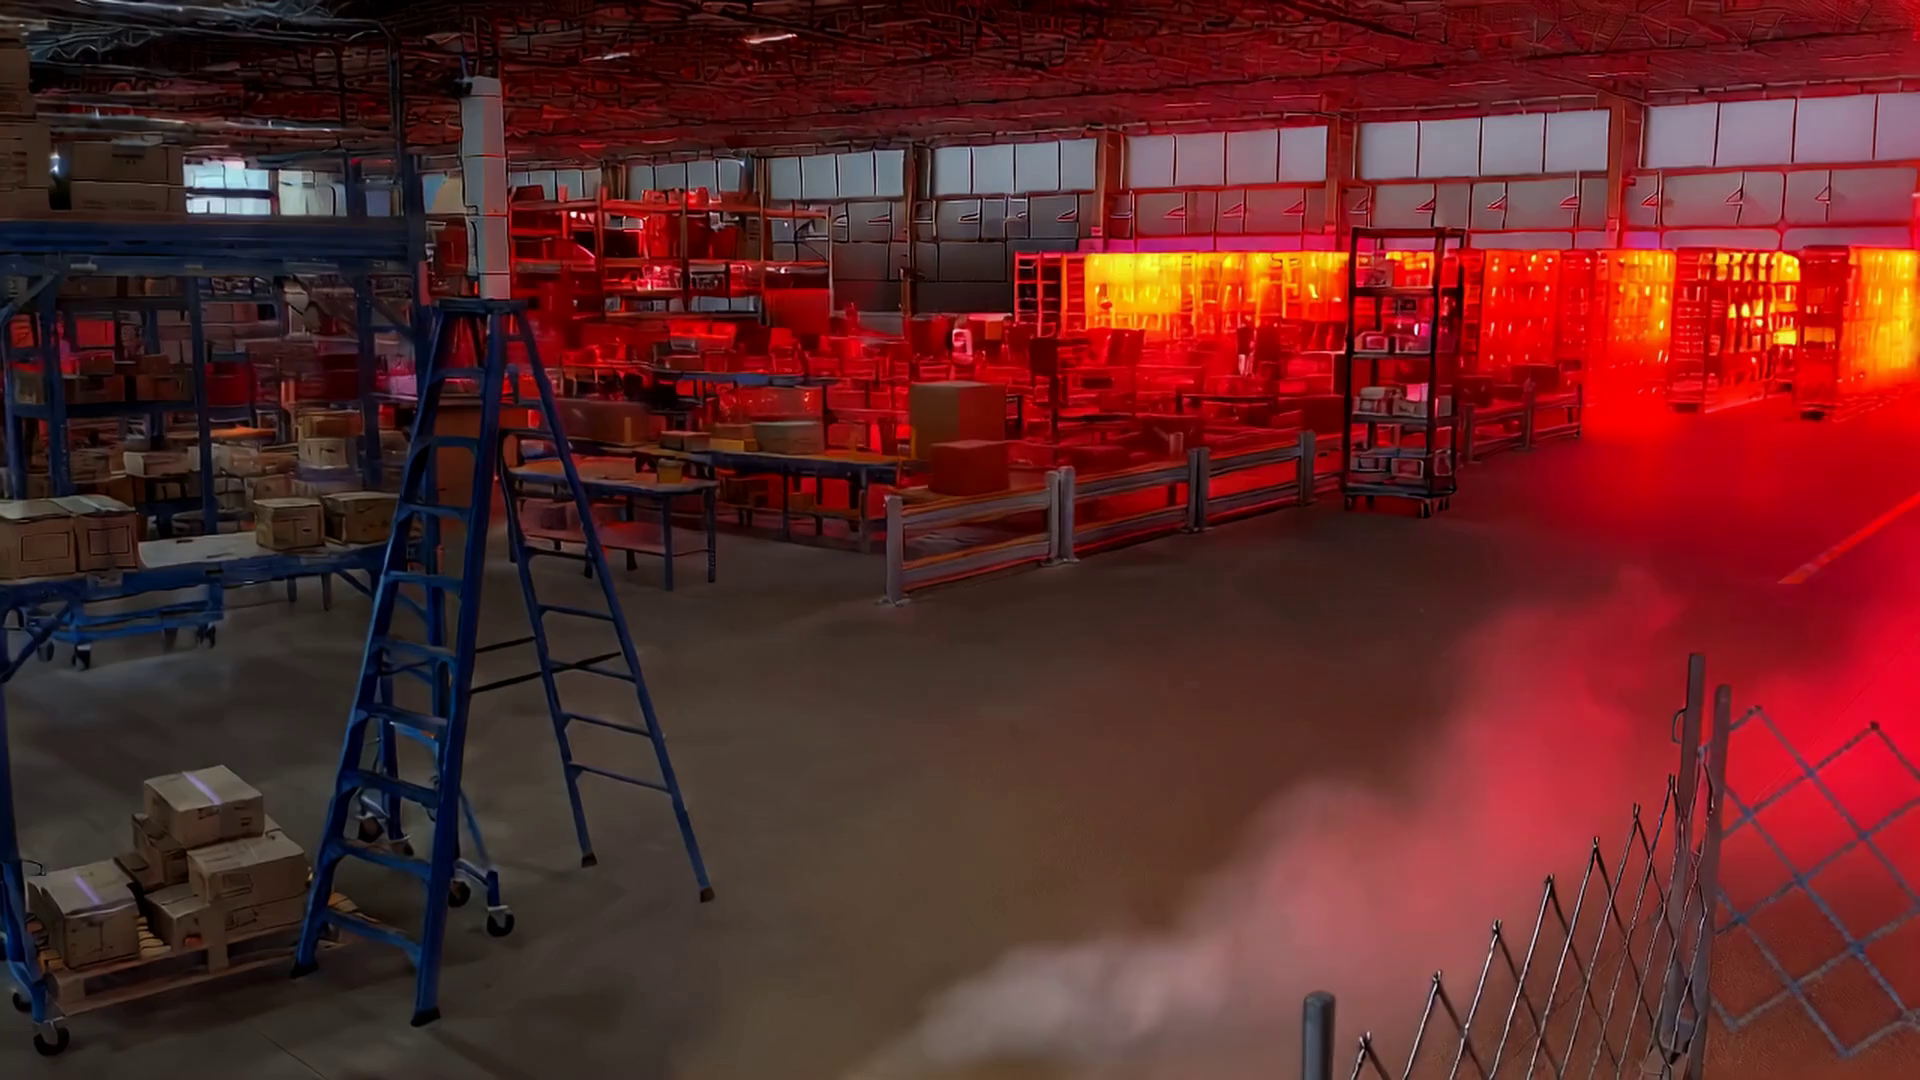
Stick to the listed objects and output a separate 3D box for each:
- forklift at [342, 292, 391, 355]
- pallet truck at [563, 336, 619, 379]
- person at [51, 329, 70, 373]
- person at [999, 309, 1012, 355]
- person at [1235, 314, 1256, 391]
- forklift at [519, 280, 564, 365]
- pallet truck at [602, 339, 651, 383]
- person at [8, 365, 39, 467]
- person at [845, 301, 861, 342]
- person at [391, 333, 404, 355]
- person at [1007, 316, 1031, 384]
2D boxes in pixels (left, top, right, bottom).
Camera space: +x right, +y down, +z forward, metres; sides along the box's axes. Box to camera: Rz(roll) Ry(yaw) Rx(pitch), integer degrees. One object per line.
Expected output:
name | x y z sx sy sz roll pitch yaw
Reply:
forklift | -16.485 -5.622 45.120 1.129 2.768 1.873 7 11 37
pallet truck | -10.690 -5.294 48.215 1.601 1.201 0.680 -5 10 -26
person | -20.488 -3.939 37.982 0.602 1.801 0.852 7 11 36
person | 1.686 -7.716 61.758 0.480 1.734 0.333 1 9 8
person | 7.443 -4.860 43.119 0.613 1.994 0.381 4 10 23
forklift | -13.282 -7.024 53.870 1.129 2.768 1.873 7 11 37
pallet truck | -8.991 -4.871 45.351 0.653 1.274 1.630 7 11 37
person | -11.992 -1.303 21.303 0.336 1.873 0.521 -4 10 -24
person | -4.340 -8.779 67.794 0.627 1.917 0.792 2 9 11
person | -14.335 -4.571 42.248 0.420 1.680 0.548 -2 9 -13
person | 1.602 -5.167 45.373 0.651 1.893 0.443 -5 10 -27
